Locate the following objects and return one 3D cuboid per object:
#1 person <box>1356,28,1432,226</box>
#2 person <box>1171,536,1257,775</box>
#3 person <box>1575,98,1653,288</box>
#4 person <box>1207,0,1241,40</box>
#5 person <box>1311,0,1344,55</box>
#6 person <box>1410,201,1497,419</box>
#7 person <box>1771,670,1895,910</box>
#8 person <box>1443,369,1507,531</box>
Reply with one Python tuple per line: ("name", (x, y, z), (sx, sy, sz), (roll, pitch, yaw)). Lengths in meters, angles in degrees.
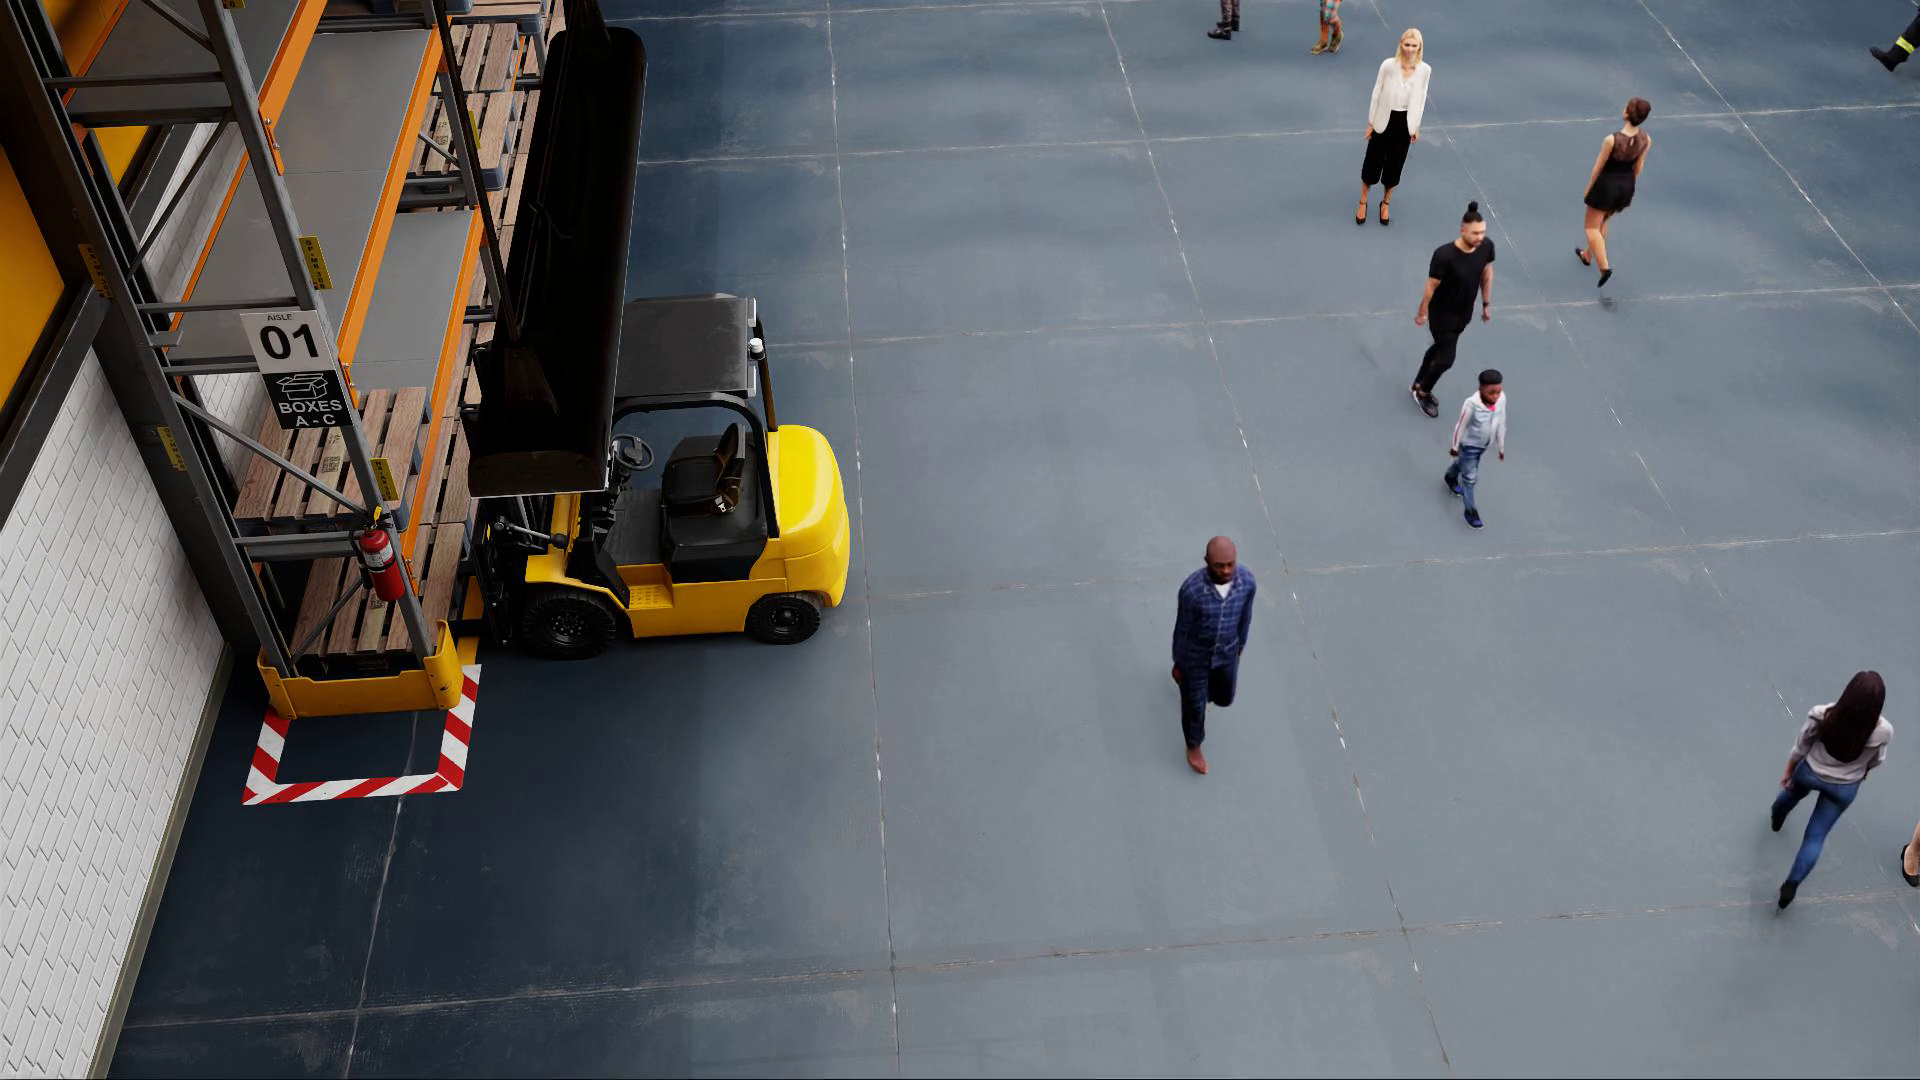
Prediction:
("person", (3.784, -3.597, 14.554), (0.658, 1.858, 0.588), (5, 44, 5))
("person", (1.486, 0.622, 10.164), (0.732, 1.804, 0.933), (-9, 44, -10))
("person", (5.499, -2.891, 13.957), (0.627, 1.657, 0.977), (-6, 44, -7))
("person", (2.821, -6.064, 17.249), (0.727, 1.711, 0.648), (22, 48, 21))
("person", (3.873, -5.718, 17.073), (0.724, 1.453, 0.663), (-34, 53, -30))
("person", (3.695, -1.822, 12.695), (0.791, 1.851, 0.809), (-21, 48, -21))
("person", (4.928, 1.437, 9.463), (0.994, 1.590, 1.156), (21, 47, 20))
("person", (3.707, -0.755, 12.026), (0.624, 1.229, 0.908), (-13, 45, -13))
